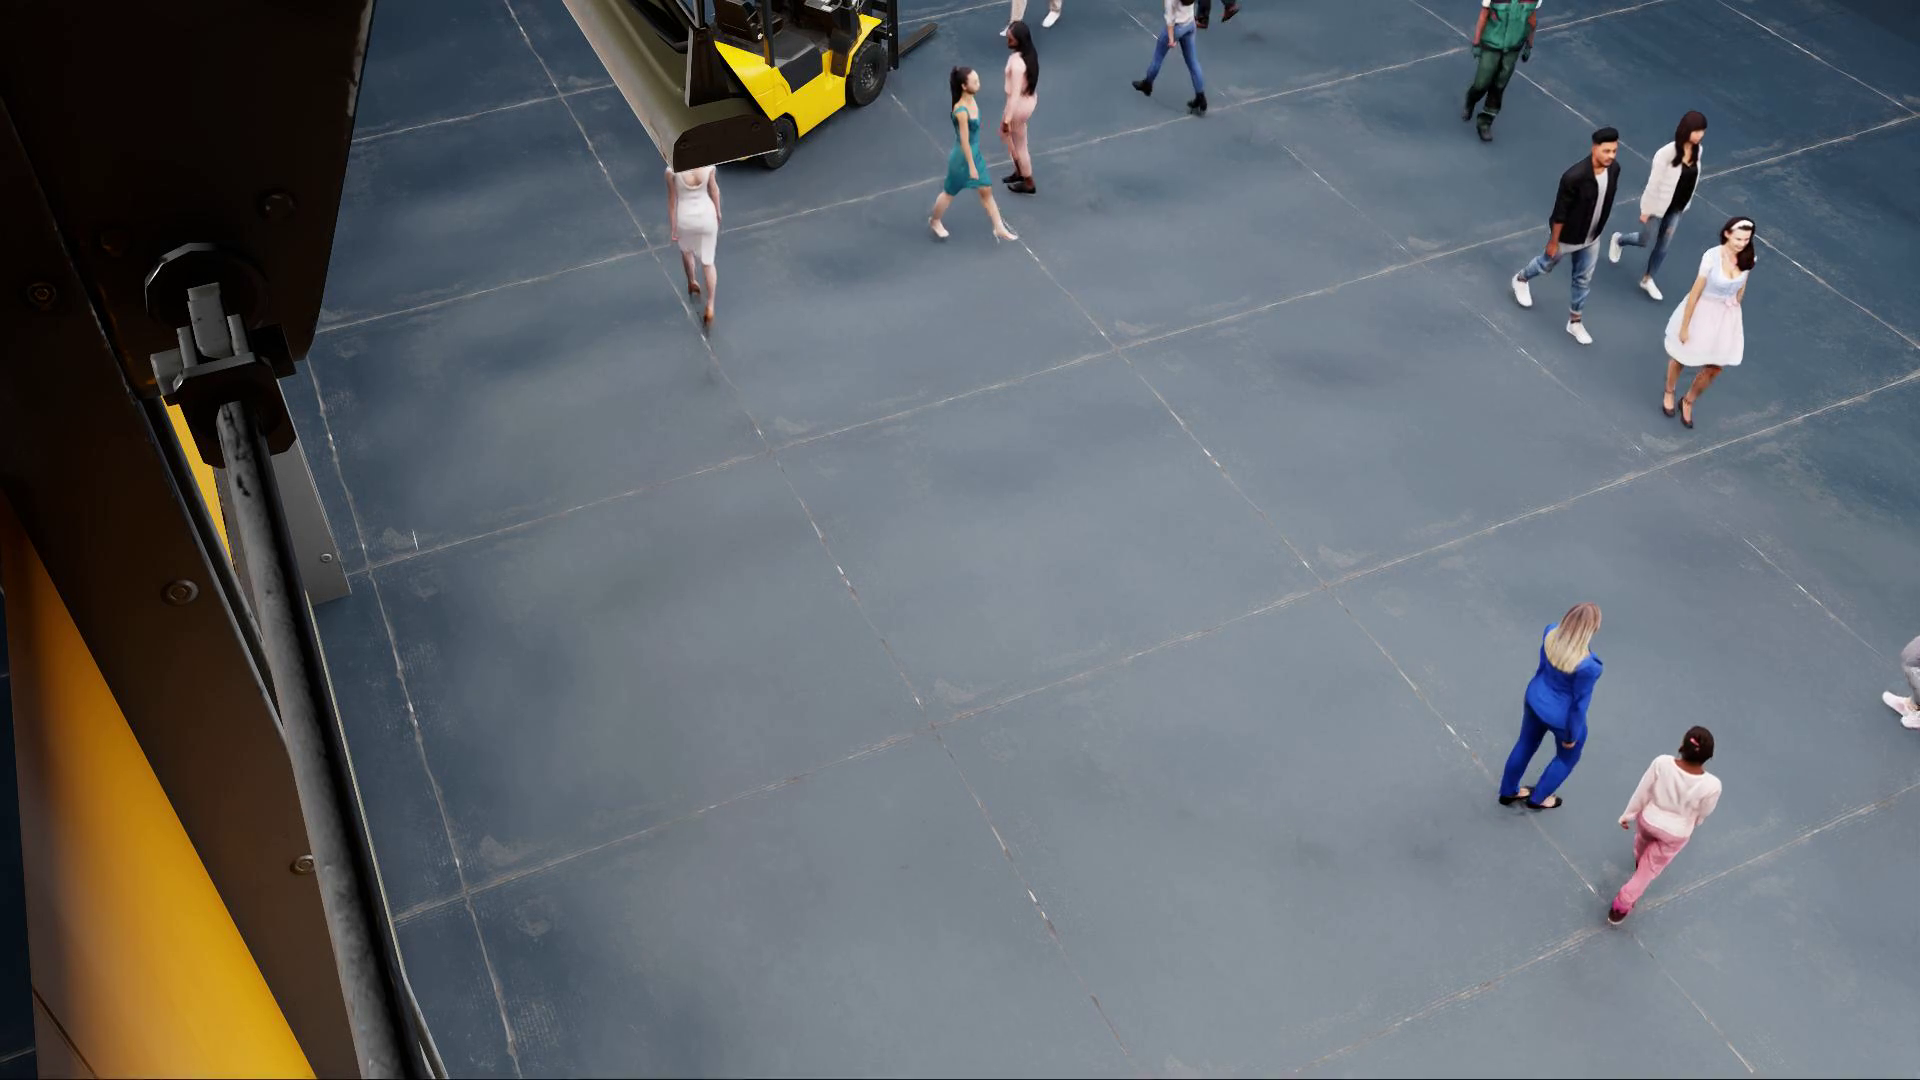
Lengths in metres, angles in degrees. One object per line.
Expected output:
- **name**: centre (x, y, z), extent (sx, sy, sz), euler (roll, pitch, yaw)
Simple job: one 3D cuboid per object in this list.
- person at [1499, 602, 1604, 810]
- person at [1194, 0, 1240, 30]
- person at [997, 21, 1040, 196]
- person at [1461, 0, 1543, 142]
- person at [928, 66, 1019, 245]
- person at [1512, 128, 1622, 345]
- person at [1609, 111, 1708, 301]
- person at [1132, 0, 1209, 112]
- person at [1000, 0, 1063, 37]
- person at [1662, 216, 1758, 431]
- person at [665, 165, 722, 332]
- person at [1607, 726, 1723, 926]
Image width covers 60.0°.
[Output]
- **person**: centre (3.364, 1.015, 9.628), extent (0.723, 1.692, 0.539), euler (-15, 46, -15)
- **person**: centre (2.663, -6.067, 16.989), extent (0.995, 1.792, 0.916), euler (26, 49, 25)
- **person**: centre (0.614, -3.765, 14.640), extent (0.840, 1.699, 0.764), euler (11, 45, 12)
- **person**: centre (5.018, -4.631, 15.457), extent (0.852, 1.827, 0.916), euler (0, 44, 0)
- **person**: centre (-0.031, -3.223, 14.117), extent (1.066, 1.635, 1.042), euler (12, 45, 12)
- **person**: centre (4.854, -2.527, 13.286), extent (0.749, 1.775, 1.182), euler (-14, 45, -15)
- **person**: centre (5.750, -2.803, 13.684), extent (0.683, 1.625, 0.930), euler (-14, 45, -14)
- **person**: centre (2.162, -4.837, 15.846), extent (1.144, 1.588, 0.856), euler (34, 53, 31)
- **person**: centre (0.869, -6.076, 16.982), extent (1.220, 1.814, 1.152), euler (25, 49, 24)
- **person**: centre (5.508, -1.670, 12.368), extent (0.820, 1.800, 0.922), euler (-2, 44, -2)
- **person**: centre (-2.072, -2.443, 13.200), extent (0.654, 1.771, 0.864), euler (-14, 45, -14)
- **person**: centre (3.880, 1.607, 9.202), extent (0.932, 1.423, 0.819), euler (33, 53, 30)
